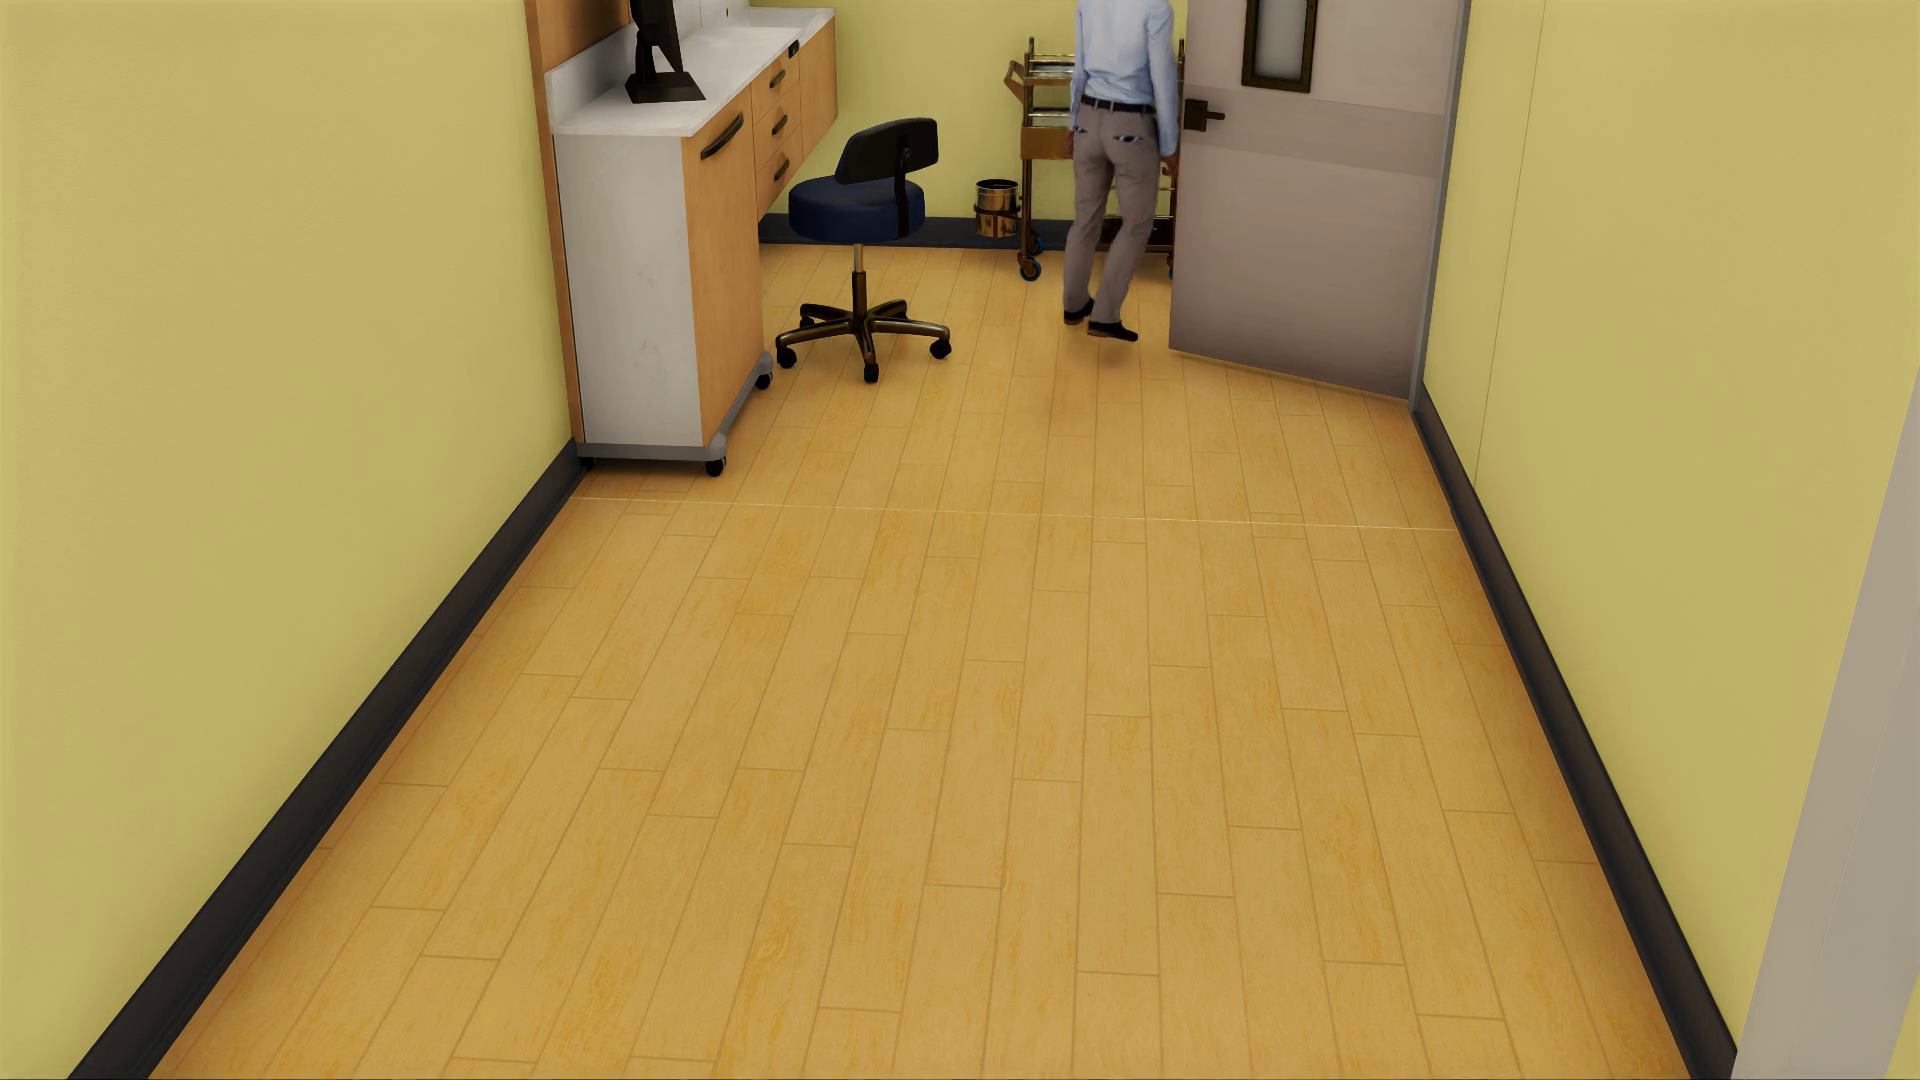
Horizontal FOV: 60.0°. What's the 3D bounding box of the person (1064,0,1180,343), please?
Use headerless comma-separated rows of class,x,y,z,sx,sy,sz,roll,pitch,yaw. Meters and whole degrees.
person,0.661,-1.687,7.058,0.958,1.802,0.990,12,28,24
